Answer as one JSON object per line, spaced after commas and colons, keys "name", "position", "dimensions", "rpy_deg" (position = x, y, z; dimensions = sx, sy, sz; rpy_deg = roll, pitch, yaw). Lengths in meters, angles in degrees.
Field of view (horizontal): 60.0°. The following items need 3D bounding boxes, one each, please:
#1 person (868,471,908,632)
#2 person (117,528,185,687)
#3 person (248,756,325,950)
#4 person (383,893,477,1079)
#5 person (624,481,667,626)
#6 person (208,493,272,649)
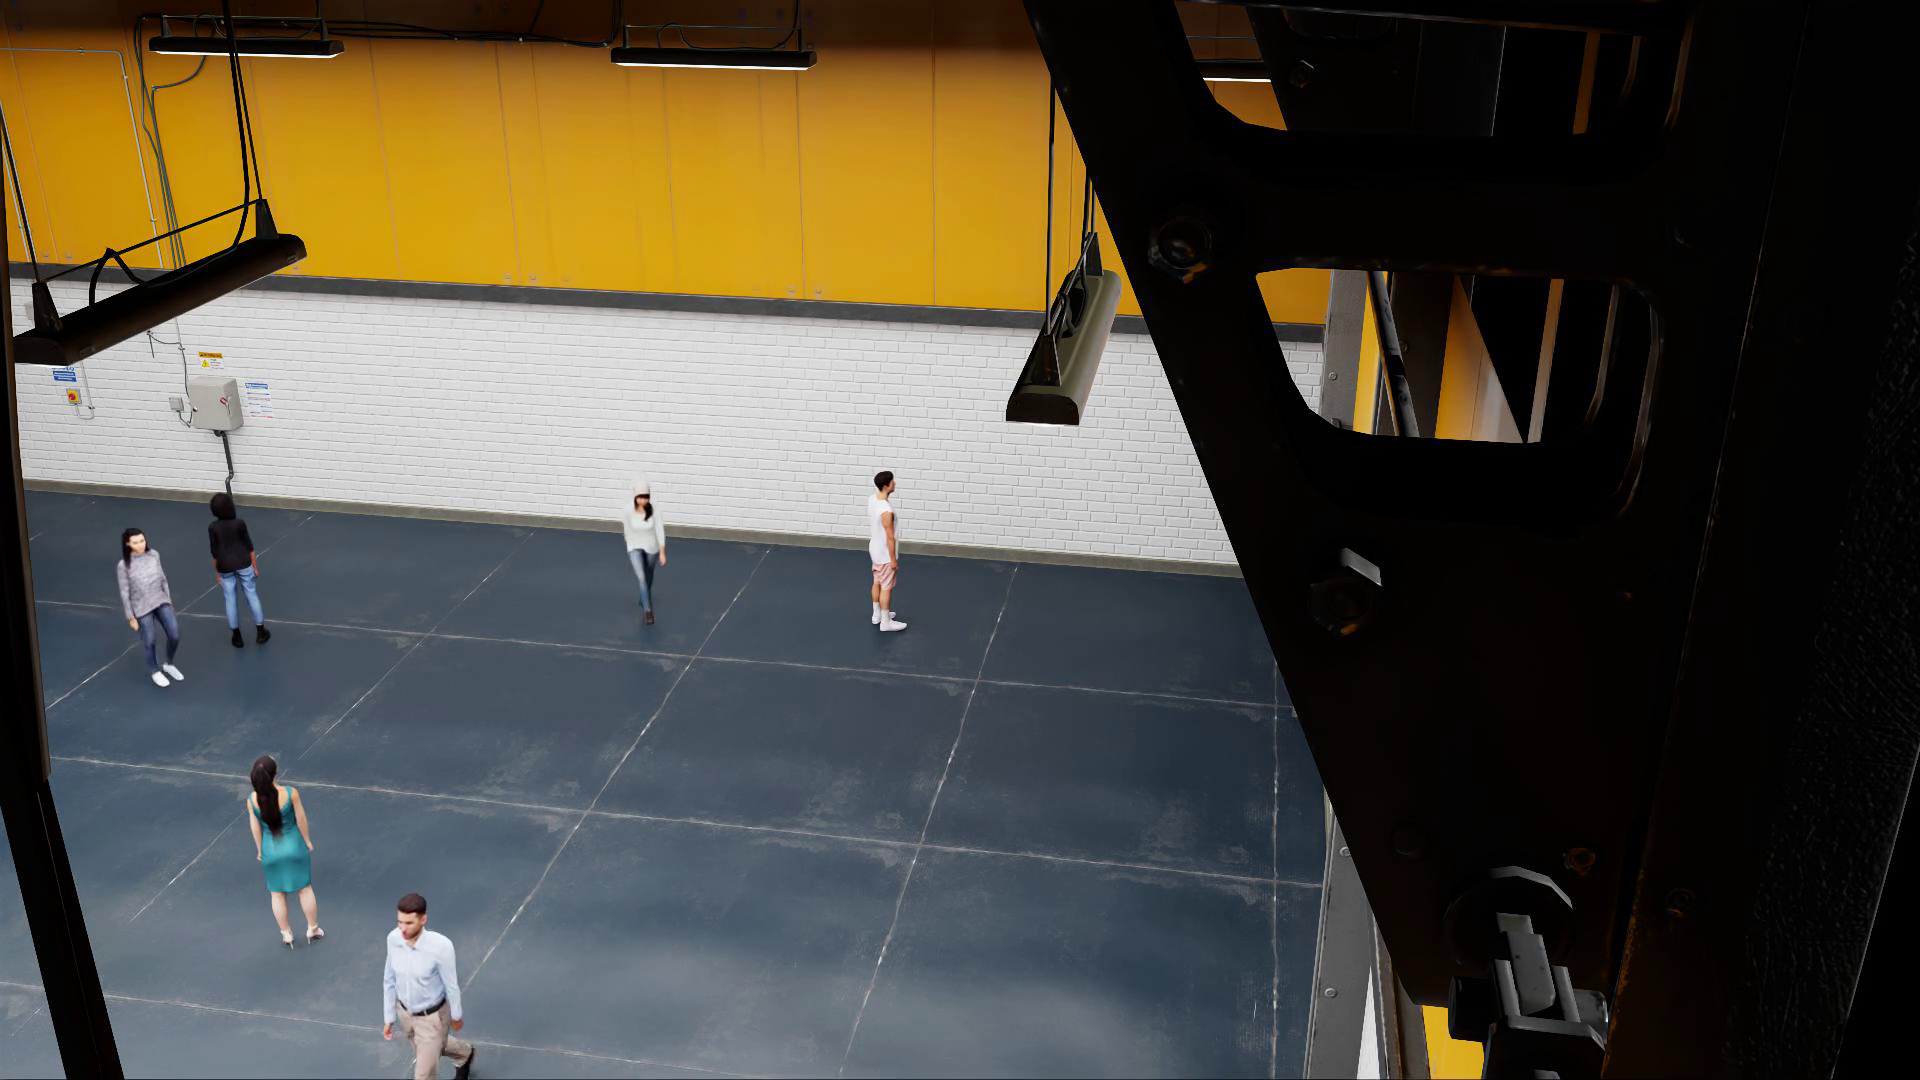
{"name": "person", "position": [-0.820, 0.106, 17.749], "dimensions": [0.793, 1.788, 0.692], "rpy_deg": [-10, 26, -22]}
{"name": "person", "position": [-8.130, 0.647, 16.597], "dimensions": [0.821, 1.719, 0.719], "rpy_deg": [18, 30, 36]}
{"name": "person", "position": [-5.162, 2.373, 12.689], "dimensions": [0.624, 1.685, 0.624], "rpy_deg": [-7, 24, -15]}
{"name": "person", "position": [-3.484, 3.068, 10.928], "dimensions": [0.766, 1.824, 1.242], "rpy_deg": [8, 25, 18]}
{"name": "person", "position": [-3.443, 0.086, 18.050], "dimensions": [0.856, 1.583, 1.204], "rpy_deg": [-3, 24, -6]}
{"name": "person", "position": [-7.580, 0.309, 17.393], "dimensions": [0.664, 1.701, 0.694], "rpy_deg": [-10, 25, -21]}
